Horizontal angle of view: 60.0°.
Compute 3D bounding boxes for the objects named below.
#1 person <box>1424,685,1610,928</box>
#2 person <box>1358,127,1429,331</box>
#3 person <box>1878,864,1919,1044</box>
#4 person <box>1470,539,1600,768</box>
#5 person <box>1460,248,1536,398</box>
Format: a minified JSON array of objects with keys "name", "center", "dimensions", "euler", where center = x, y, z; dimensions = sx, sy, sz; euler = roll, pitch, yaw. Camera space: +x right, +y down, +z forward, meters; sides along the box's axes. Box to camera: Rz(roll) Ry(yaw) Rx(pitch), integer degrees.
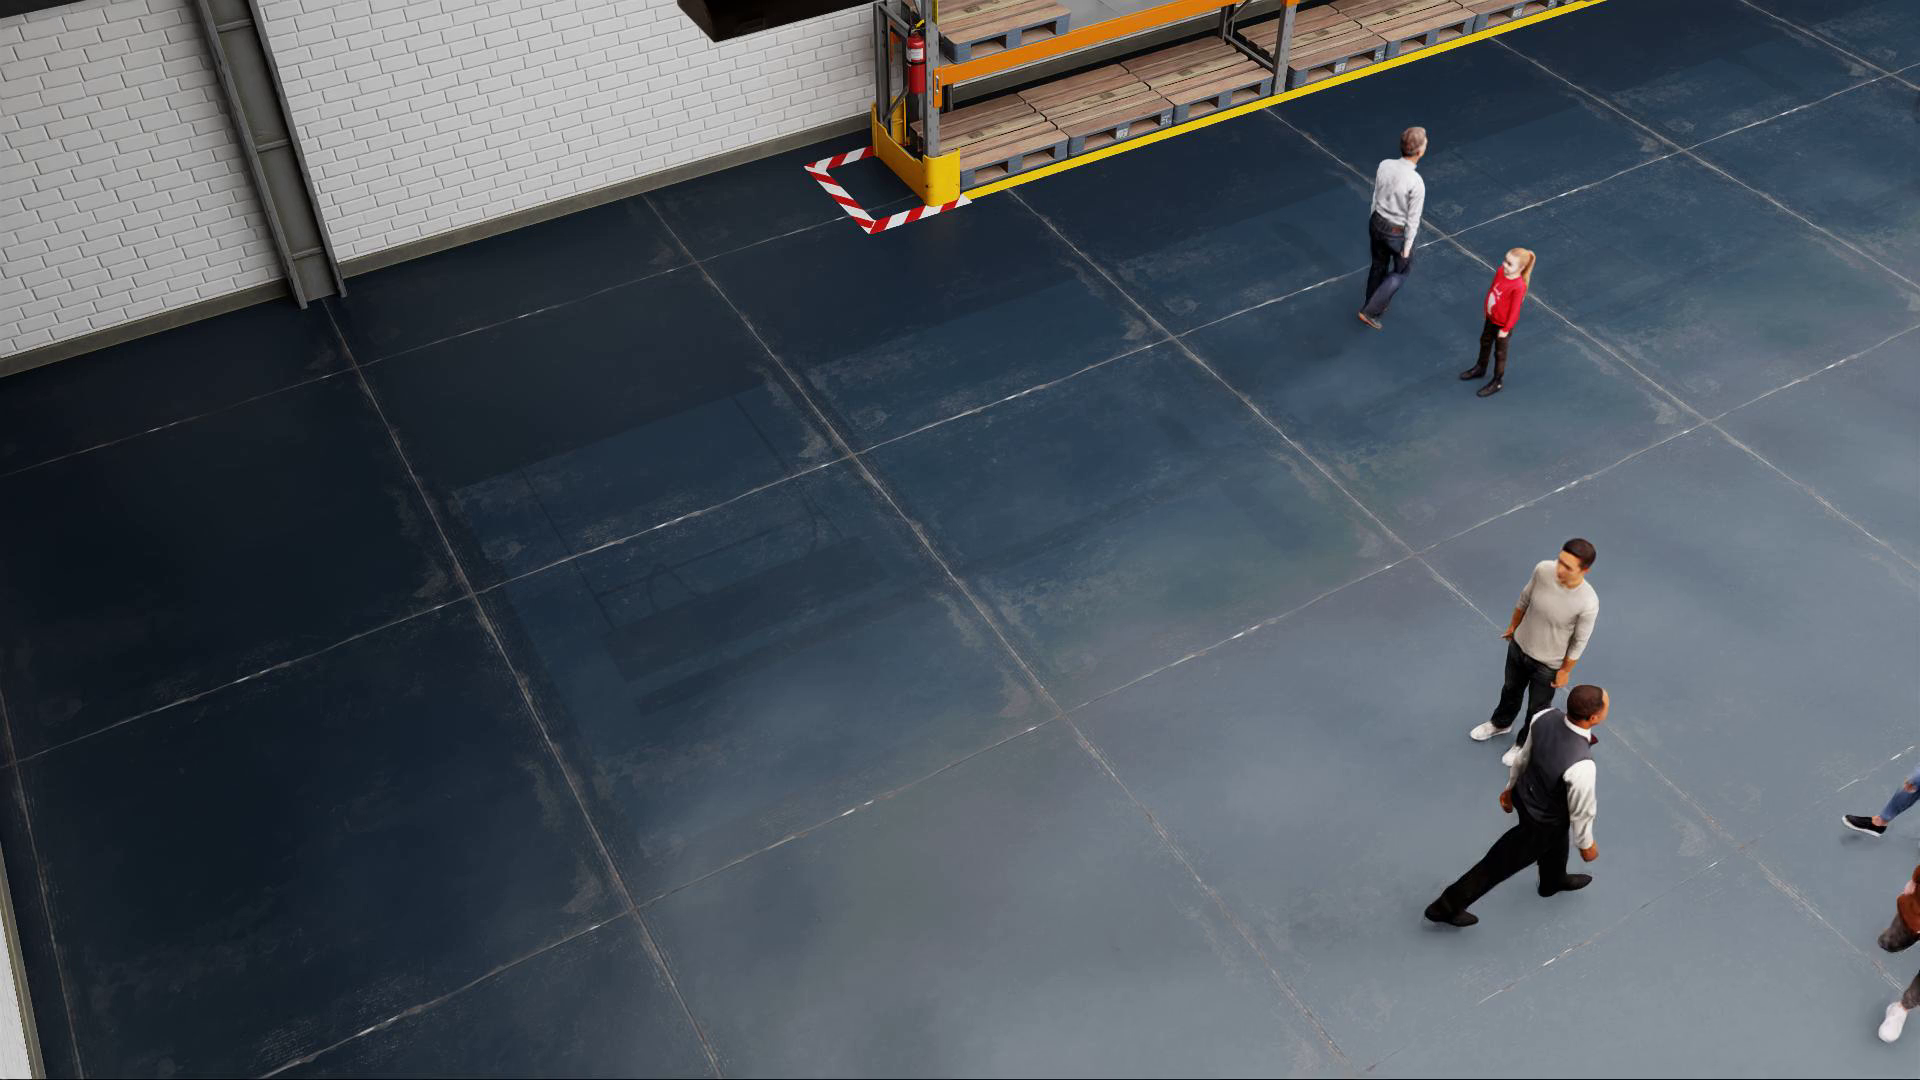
[{"name":"person","center":[3.091,1.525,9.113],"dimensions":[1.396,1.868,1.072],"euler":[-4,44,-5]},{"name":"person","center":[3.416,-2.459,13.339],"dimensions":[0.807,1.808,0.719],"euler":[-30,51,-28]},{"name":"person","center":[5.245,1.908,8.746],"dimensions":[1.012,1.821,0.834],"euler":[-34,53,-30]},{"name":"person","center":[3.535,0.651,10.073],"dimensions":[0.546,1.811,0.653],"euler":[-24,49,-23]},{"name":"person","center":[4.213,-1.719,12.956],"dimensions":[0.524,1.264,0.515],"euler":[-16,46,-16]}]
